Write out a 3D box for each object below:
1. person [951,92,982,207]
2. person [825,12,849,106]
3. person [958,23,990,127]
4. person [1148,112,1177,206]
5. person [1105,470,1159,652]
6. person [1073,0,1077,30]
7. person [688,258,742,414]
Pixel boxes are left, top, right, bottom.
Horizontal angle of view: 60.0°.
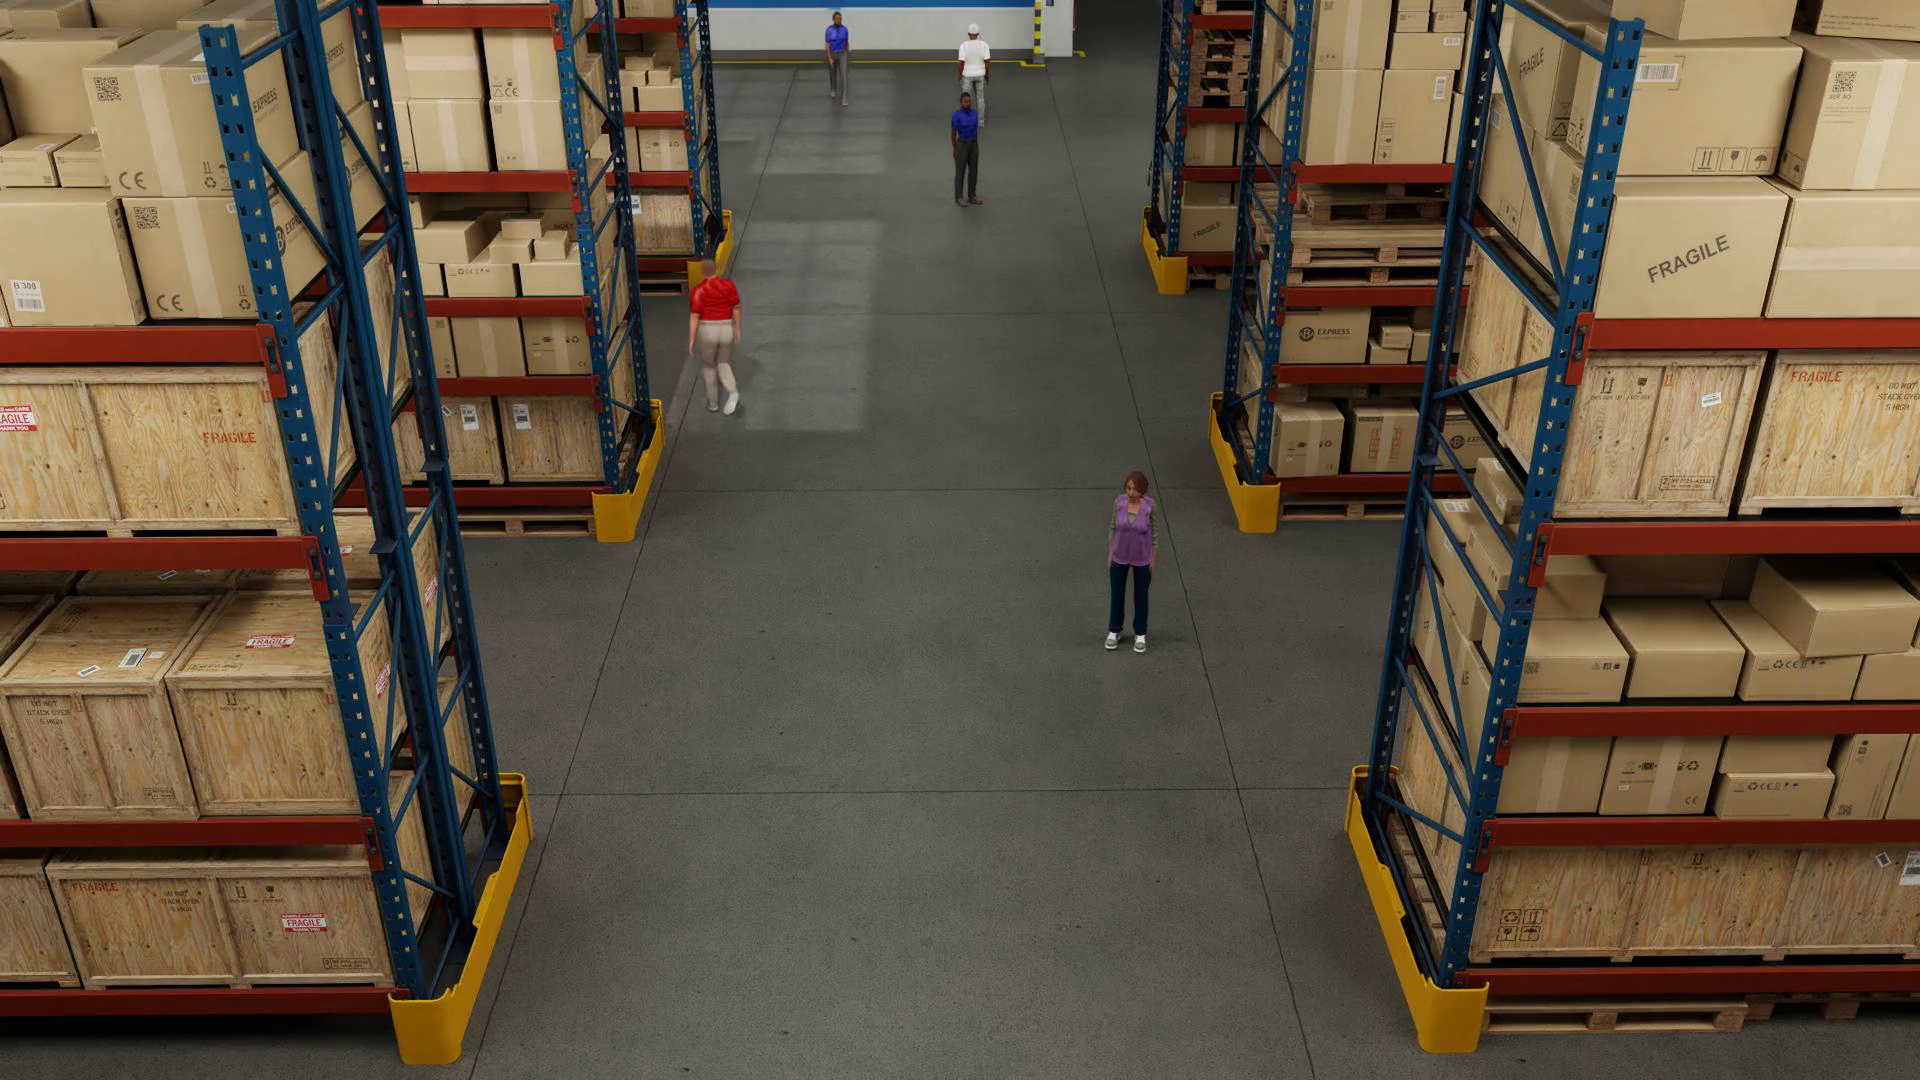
[{"bbox_3d":[0.110,-5.865,24.931,0.440,1.659,0.350,-17,33,-28],"label":"person"},{"bbox_3d":[-2.258,-8.913,30.640,0.440,1.612,0.938,-3,28,-6],"label":"person"},{"bbox_3d":[0.226,-8.097,28.966,0.564,1.771,0.393,-6,29,-11],"label":"person"},{"bbox_3d":[3.050,-5.581,24.360,0.535,1.665,0.481,-13,31,-23],"label":"person"},{"bbox_3d":[1.419,0.170,13.763,0.411,1.602,0.328,7,29,12],"label":"person"},{"bbox_3d":[2.411,-12.064,36.460,0.449,1.641,0.913,-9,29,-16],"label":"person"},{"bbox_3d":[-2.634,-2.195,18.019,0.639,1.708,0.634,-15,32,-26],"label":"person"}]
